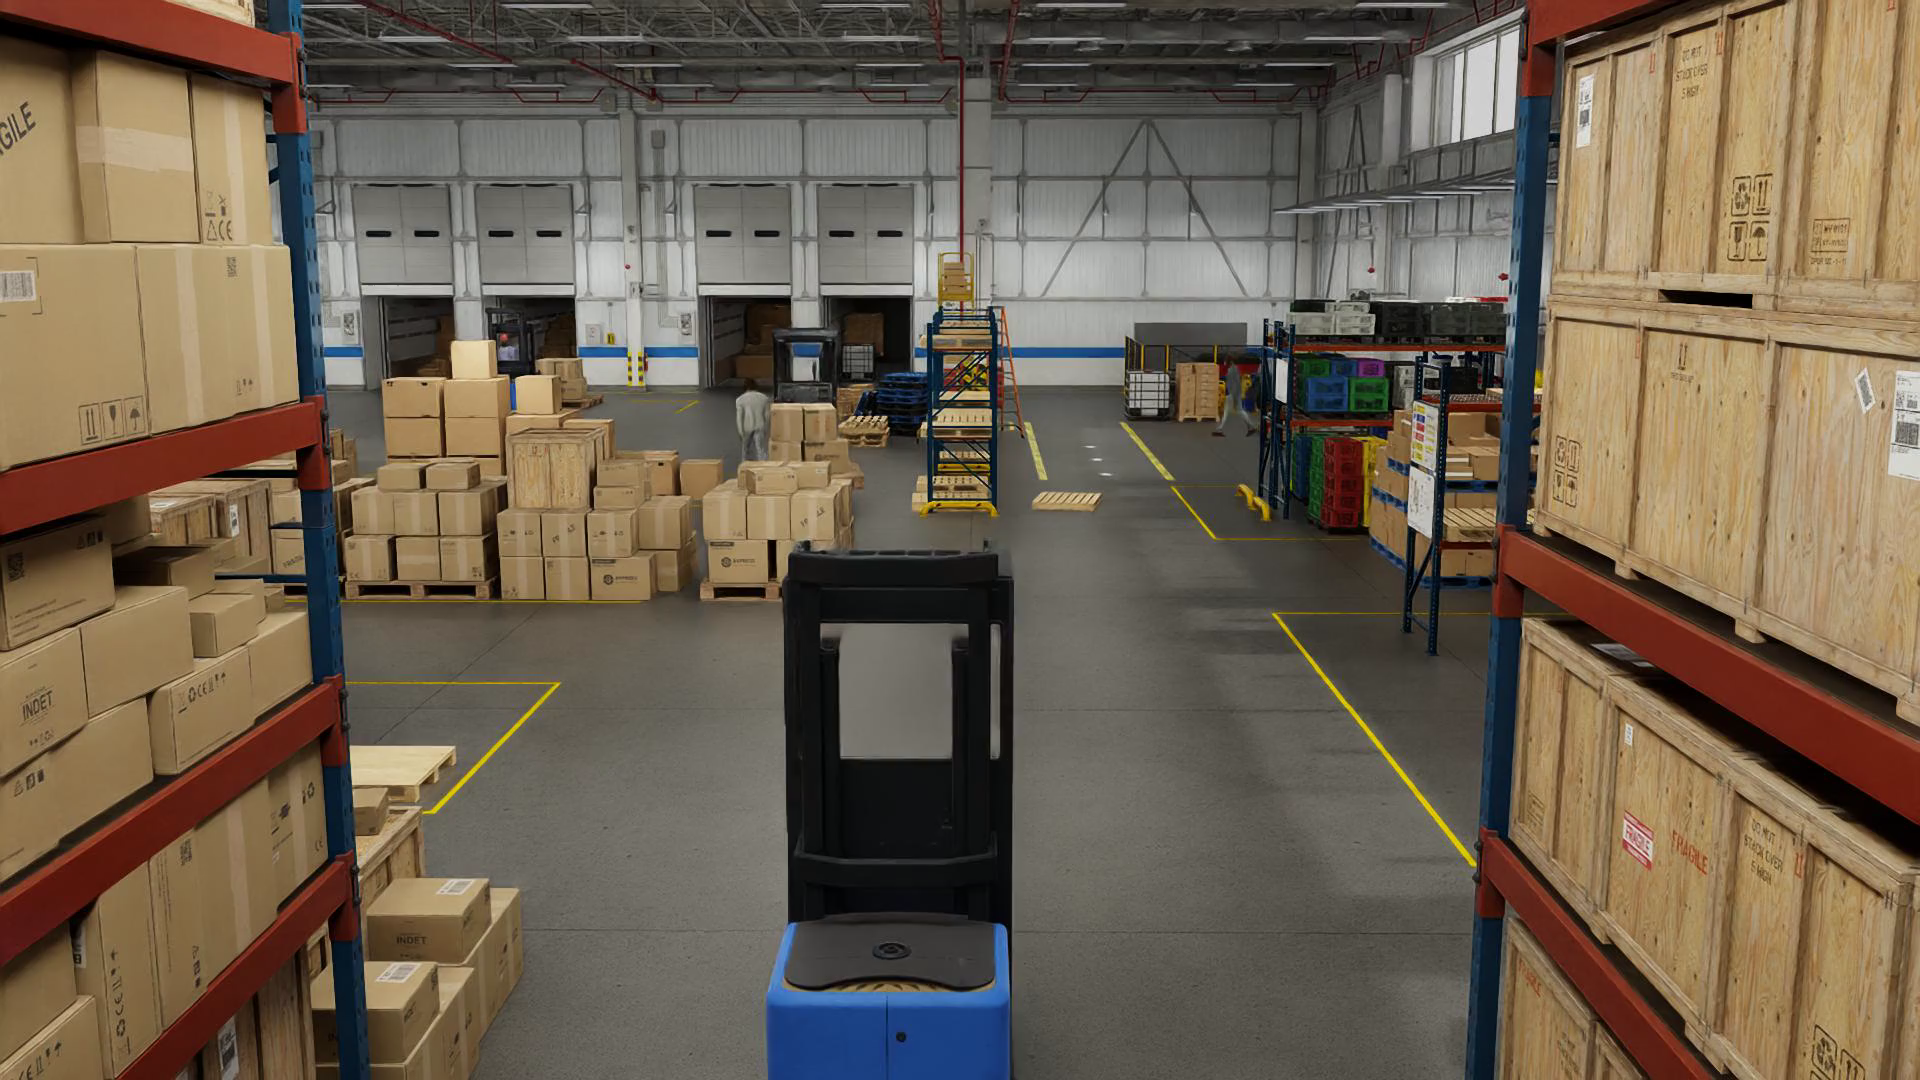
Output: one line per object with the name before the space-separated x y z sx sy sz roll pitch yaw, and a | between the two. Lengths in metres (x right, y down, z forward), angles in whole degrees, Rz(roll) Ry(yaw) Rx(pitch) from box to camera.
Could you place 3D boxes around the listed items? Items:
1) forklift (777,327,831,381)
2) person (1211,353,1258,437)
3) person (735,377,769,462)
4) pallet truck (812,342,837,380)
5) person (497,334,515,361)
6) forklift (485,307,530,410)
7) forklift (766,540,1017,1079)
forklift | -2.708 -2.321 29.091 1.129 2.768 1.873 -1 10 -6
person | 6.193 -3.229 37.242 1.017 1.889 0.673 3 10 14
person | -3.735 -1.996 30.058 0.630 1.908 0.987 -4 11 -22
pallet truck | -3.021 -4.312 43.126 1.885 1.965 0.823 3 10 17
person | -12.381 -4.657 45.352 0.561 1.925 0.442 4 11 23
forklift | -10.754 -4.150 39.646 1.129 2.768 1.873 0 10 1
forklift | -0.292 1.390 7.683 1.129 2.768 1.873 0 10 1
